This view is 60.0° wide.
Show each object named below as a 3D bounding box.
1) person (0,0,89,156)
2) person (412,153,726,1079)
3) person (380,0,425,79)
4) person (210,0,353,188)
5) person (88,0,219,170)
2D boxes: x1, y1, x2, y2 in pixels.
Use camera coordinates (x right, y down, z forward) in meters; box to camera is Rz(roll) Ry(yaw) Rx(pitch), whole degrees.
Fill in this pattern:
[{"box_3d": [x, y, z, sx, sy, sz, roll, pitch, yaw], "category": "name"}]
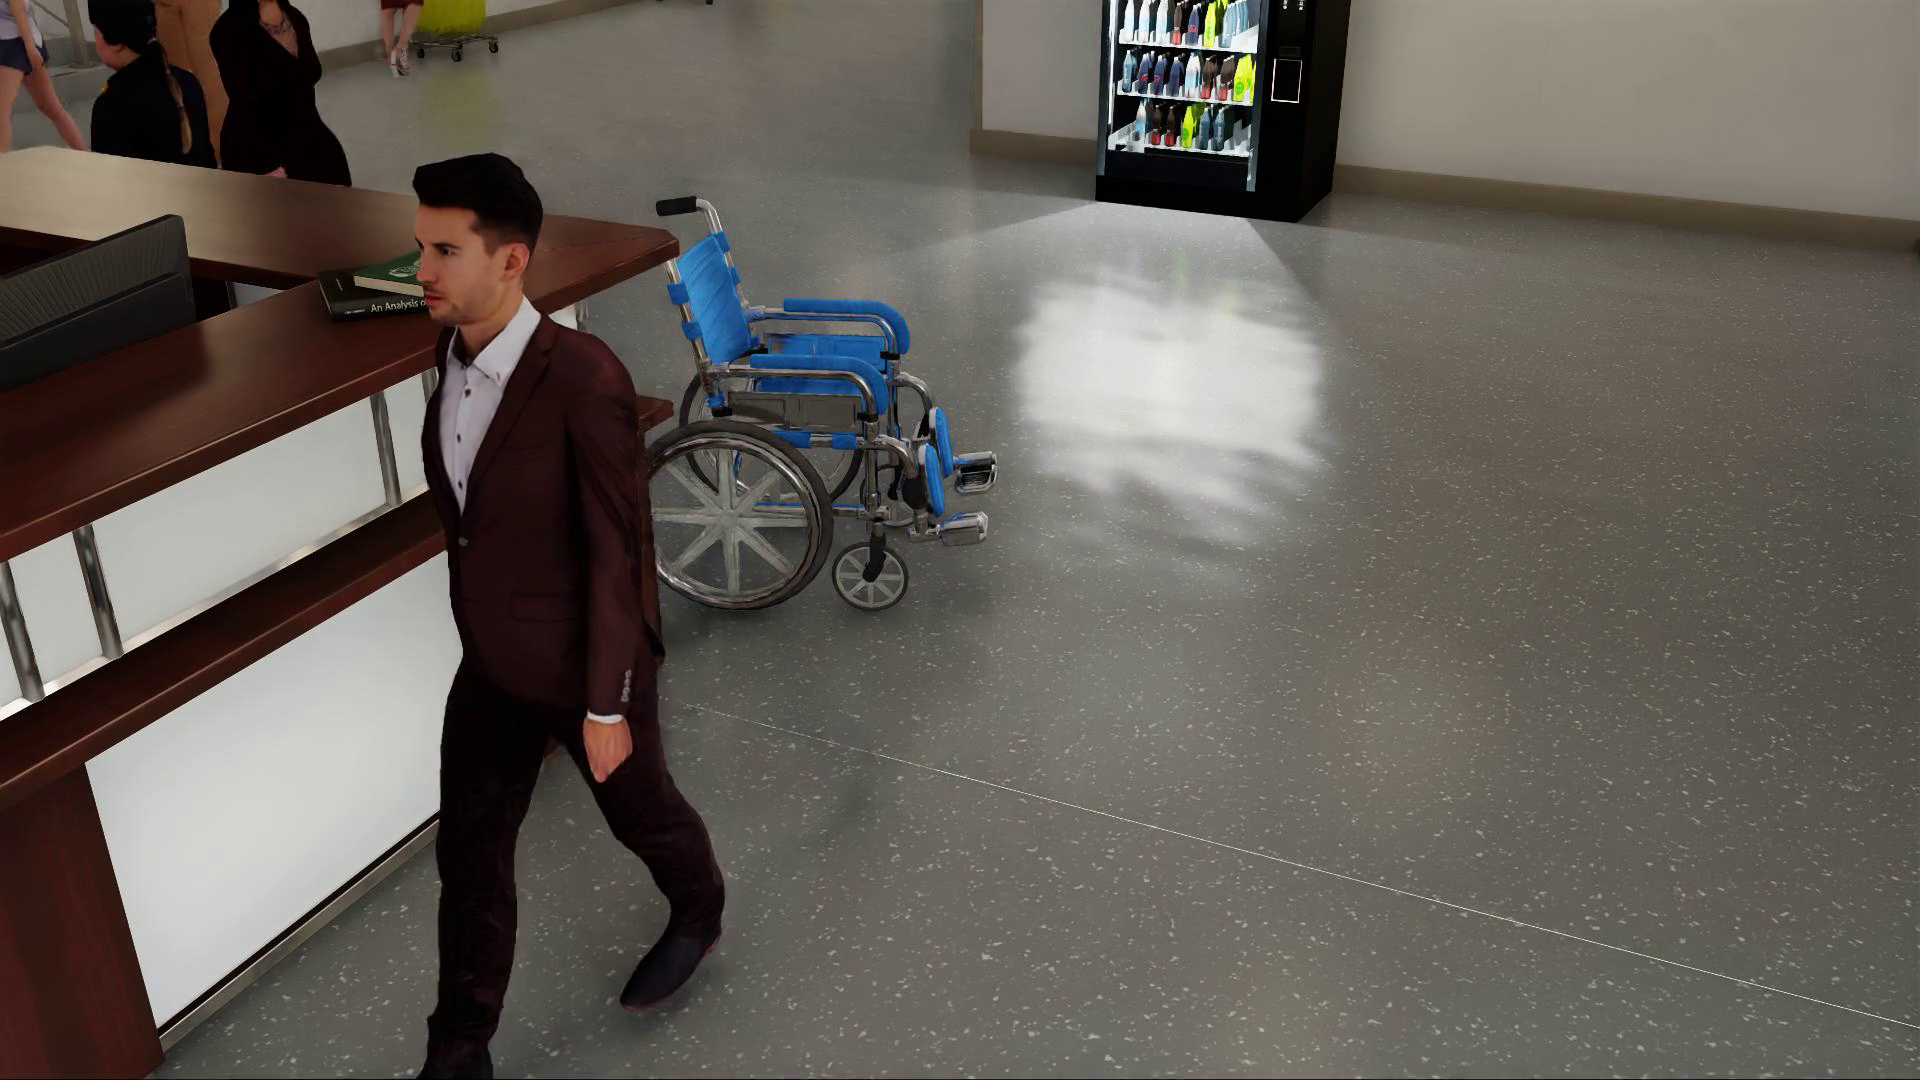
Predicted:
[{"box_3d": [-5.446, -2.901, 9.773, 1.004, 1.672, 1.054, -16, 30, -29], "category": "person"}, {"box_3d": [-0.713, 0.202, 3.174, 1.144, 1.814, 0.888, 16, 30, 30], "category": "person"}, {"box_3d": [-4.544, -4.501, 13.012, 0.617, 1.740, 0.746, 20, 32, 36], "category": "person"}, {"box_3d": [-2.956, -1.620, 7.058, 1.036, 1.722, 0.681, 13, 29, 24], "category": "person"}, {"box_3d": [-2.793, -1.116, 6.091, 0.944, 1.655, 0.859, 2, 26, 4], "category": "person"}]
